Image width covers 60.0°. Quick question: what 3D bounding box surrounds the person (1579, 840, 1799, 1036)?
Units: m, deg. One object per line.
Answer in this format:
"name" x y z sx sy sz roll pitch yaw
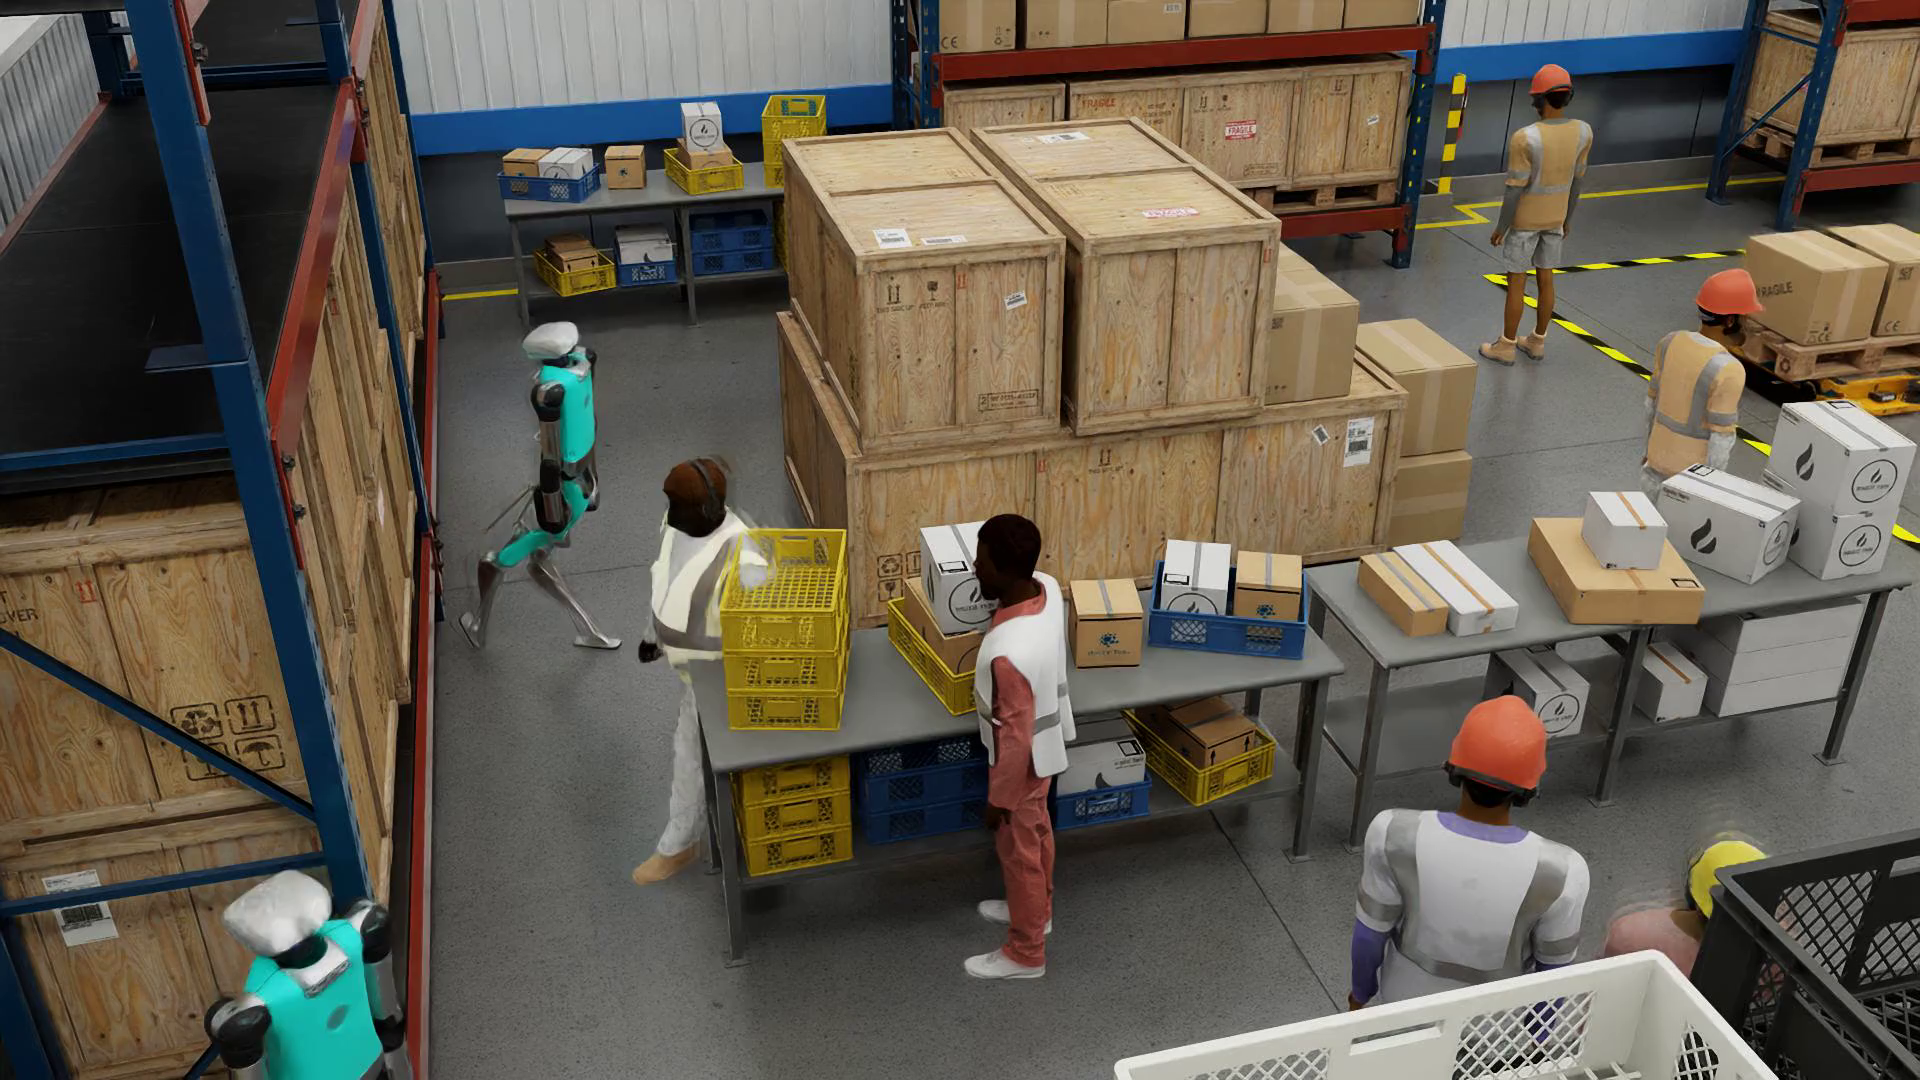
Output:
"person" 1.997 1.589 4.697 0.535 1.746 0.620 10 30 18

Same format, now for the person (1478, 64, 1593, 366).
"person" 3.873 -2.174 11.237 0.604 2.033 0.390 -9 30 -16

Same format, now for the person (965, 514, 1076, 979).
"person" 0.223 0.765 6.021 0.374 1.914 0.595 6 29 10

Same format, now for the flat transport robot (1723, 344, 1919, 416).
"flat transport robot" 5.821 -1.215 11.292 0.652 0.197 1.431 -7 30 -13

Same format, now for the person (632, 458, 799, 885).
"person" -0.991 0.475 6.701 0.901 1.811 0.640 -16 33 -27

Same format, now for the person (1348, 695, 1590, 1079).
"person" 1.436 1.330 4.866 0.606 2.043 0.376 9 30 17

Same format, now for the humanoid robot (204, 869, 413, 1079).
"humanoid robot" -1.901 1.630 4.697 0.787 1.832 0.542 16 33 26

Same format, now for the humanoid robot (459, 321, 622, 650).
"humanoid robot" -2.152 -0.214 8.009 0.929 1.790 0.552 5 29 9

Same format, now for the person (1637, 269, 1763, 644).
"person" 3.534 -0.388 8.091 0.373 1.938 0.545 -8 30 -14
